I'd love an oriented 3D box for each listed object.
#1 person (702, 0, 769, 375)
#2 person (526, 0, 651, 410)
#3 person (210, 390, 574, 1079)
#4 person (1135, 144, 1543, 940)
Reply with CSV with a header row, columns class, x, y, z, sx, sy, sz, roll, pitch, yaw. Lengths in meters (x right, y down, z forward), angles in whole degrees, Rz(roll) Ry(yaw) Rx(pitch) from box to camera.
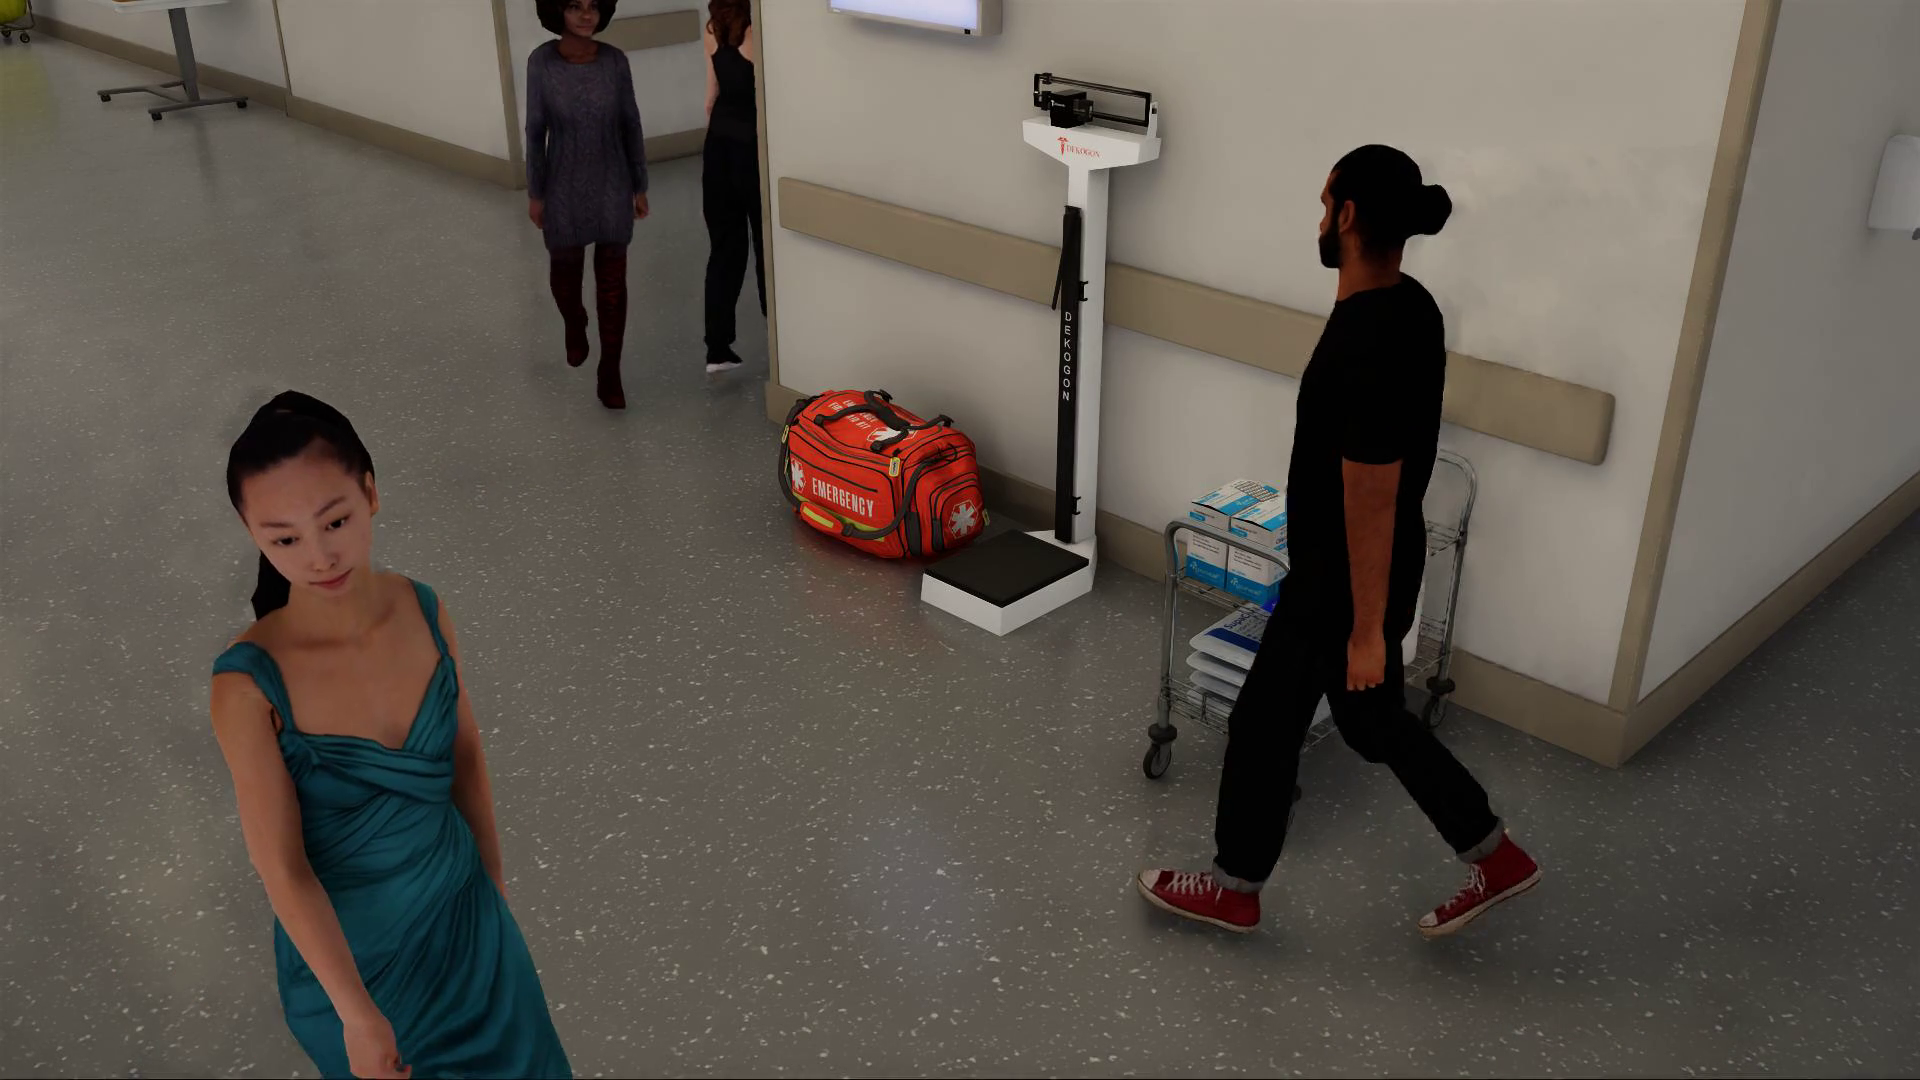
class,x,y,z,sx,sy,sz,roll,pitch,yaw
person,-0.925,-1.494,6.758,1.143,1.700,0.979,9,27,17
person,-1.467,-1.364,6.491,0.779,1.699,0.880,-10,27,-19
person,-0.913,0.580,2.513,0.884,1.652,0.588,21,33,37
person,0.901,0.100,3.437,1.220,1.714,1.017,6,26,13
